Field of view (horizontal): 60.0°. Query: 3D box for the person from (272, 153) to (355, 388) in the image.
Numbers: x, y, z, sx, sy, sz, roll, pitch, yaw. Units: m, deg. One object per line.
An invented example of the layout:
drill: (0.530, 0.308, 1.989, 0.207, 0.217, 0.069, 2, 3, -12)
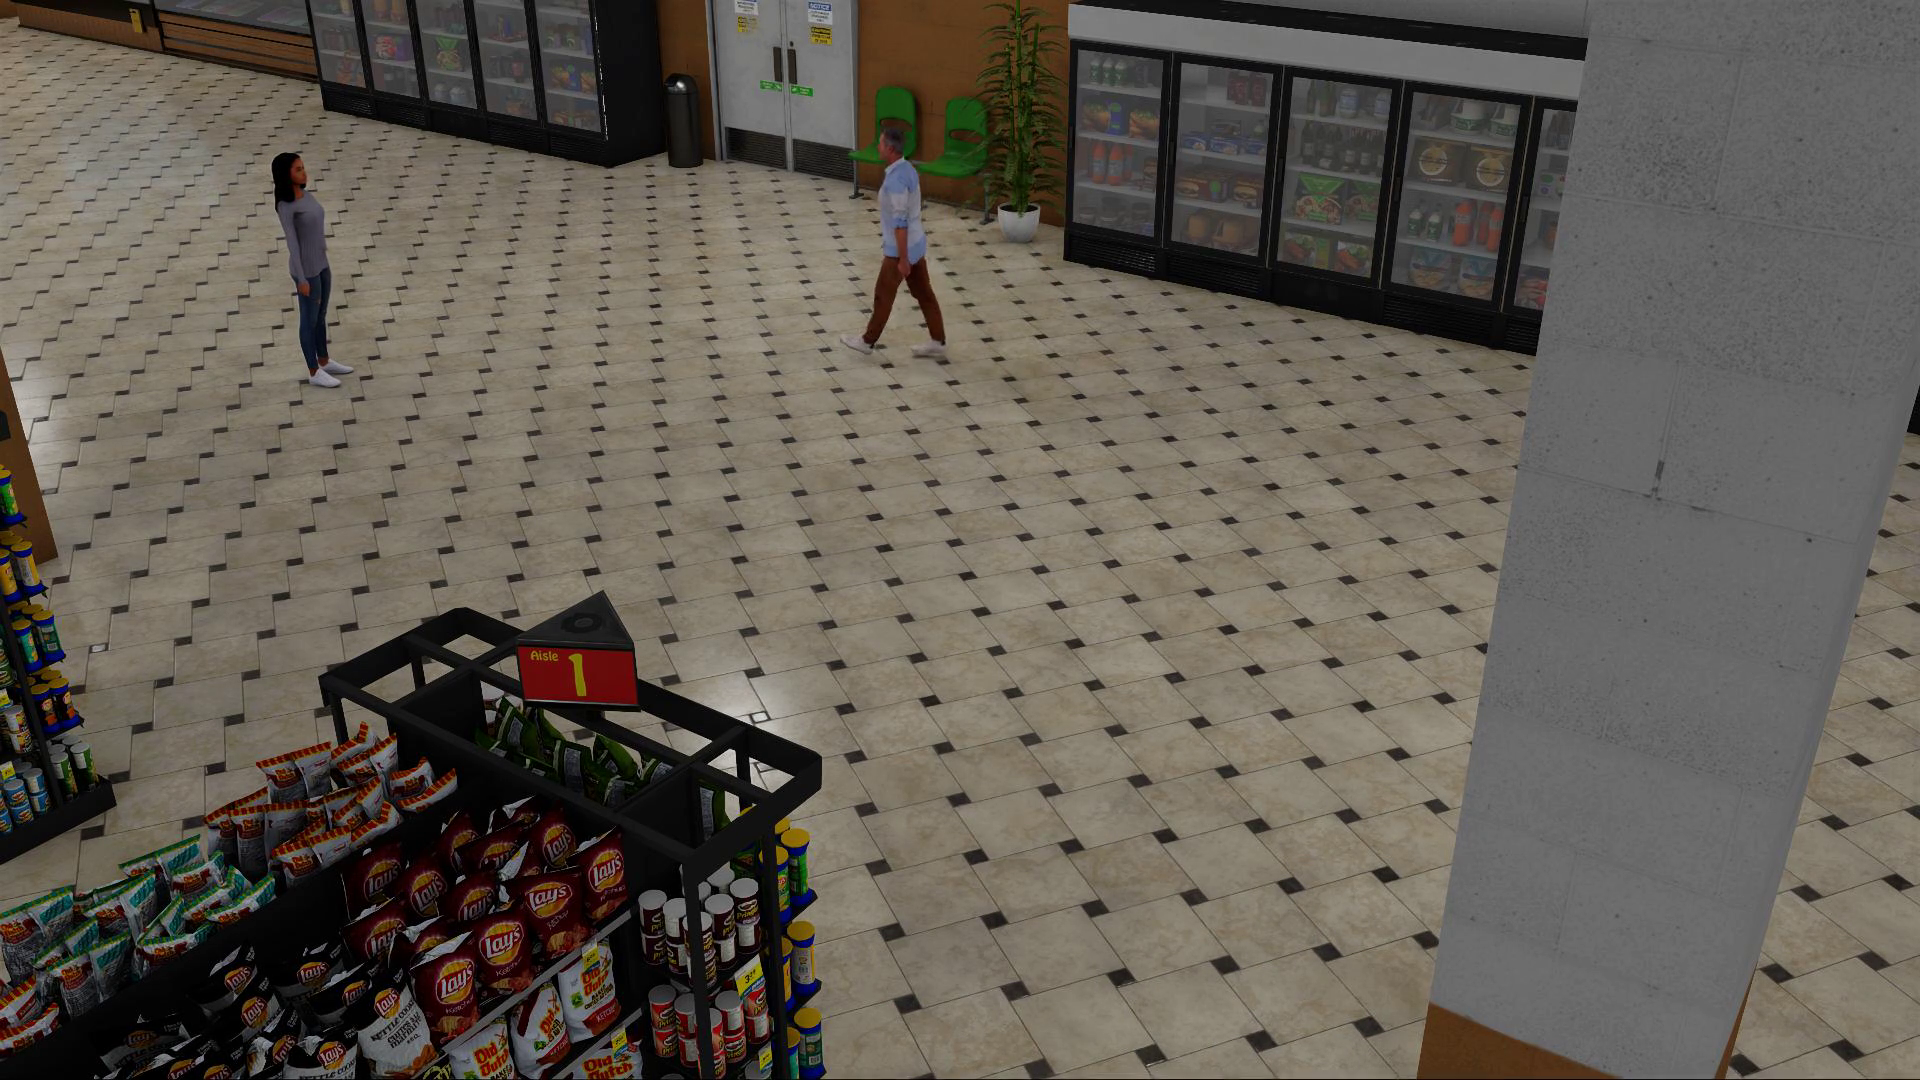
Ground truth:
person: (-4.859, -2.017, 12.381, 0.750, 1.736, 0.645, 1, 27, 2)

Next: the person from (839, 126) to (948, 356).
person: (-0.348, -2.243, 12.759, 1.060, 1.796, 1.139, 4, 27, 8)
